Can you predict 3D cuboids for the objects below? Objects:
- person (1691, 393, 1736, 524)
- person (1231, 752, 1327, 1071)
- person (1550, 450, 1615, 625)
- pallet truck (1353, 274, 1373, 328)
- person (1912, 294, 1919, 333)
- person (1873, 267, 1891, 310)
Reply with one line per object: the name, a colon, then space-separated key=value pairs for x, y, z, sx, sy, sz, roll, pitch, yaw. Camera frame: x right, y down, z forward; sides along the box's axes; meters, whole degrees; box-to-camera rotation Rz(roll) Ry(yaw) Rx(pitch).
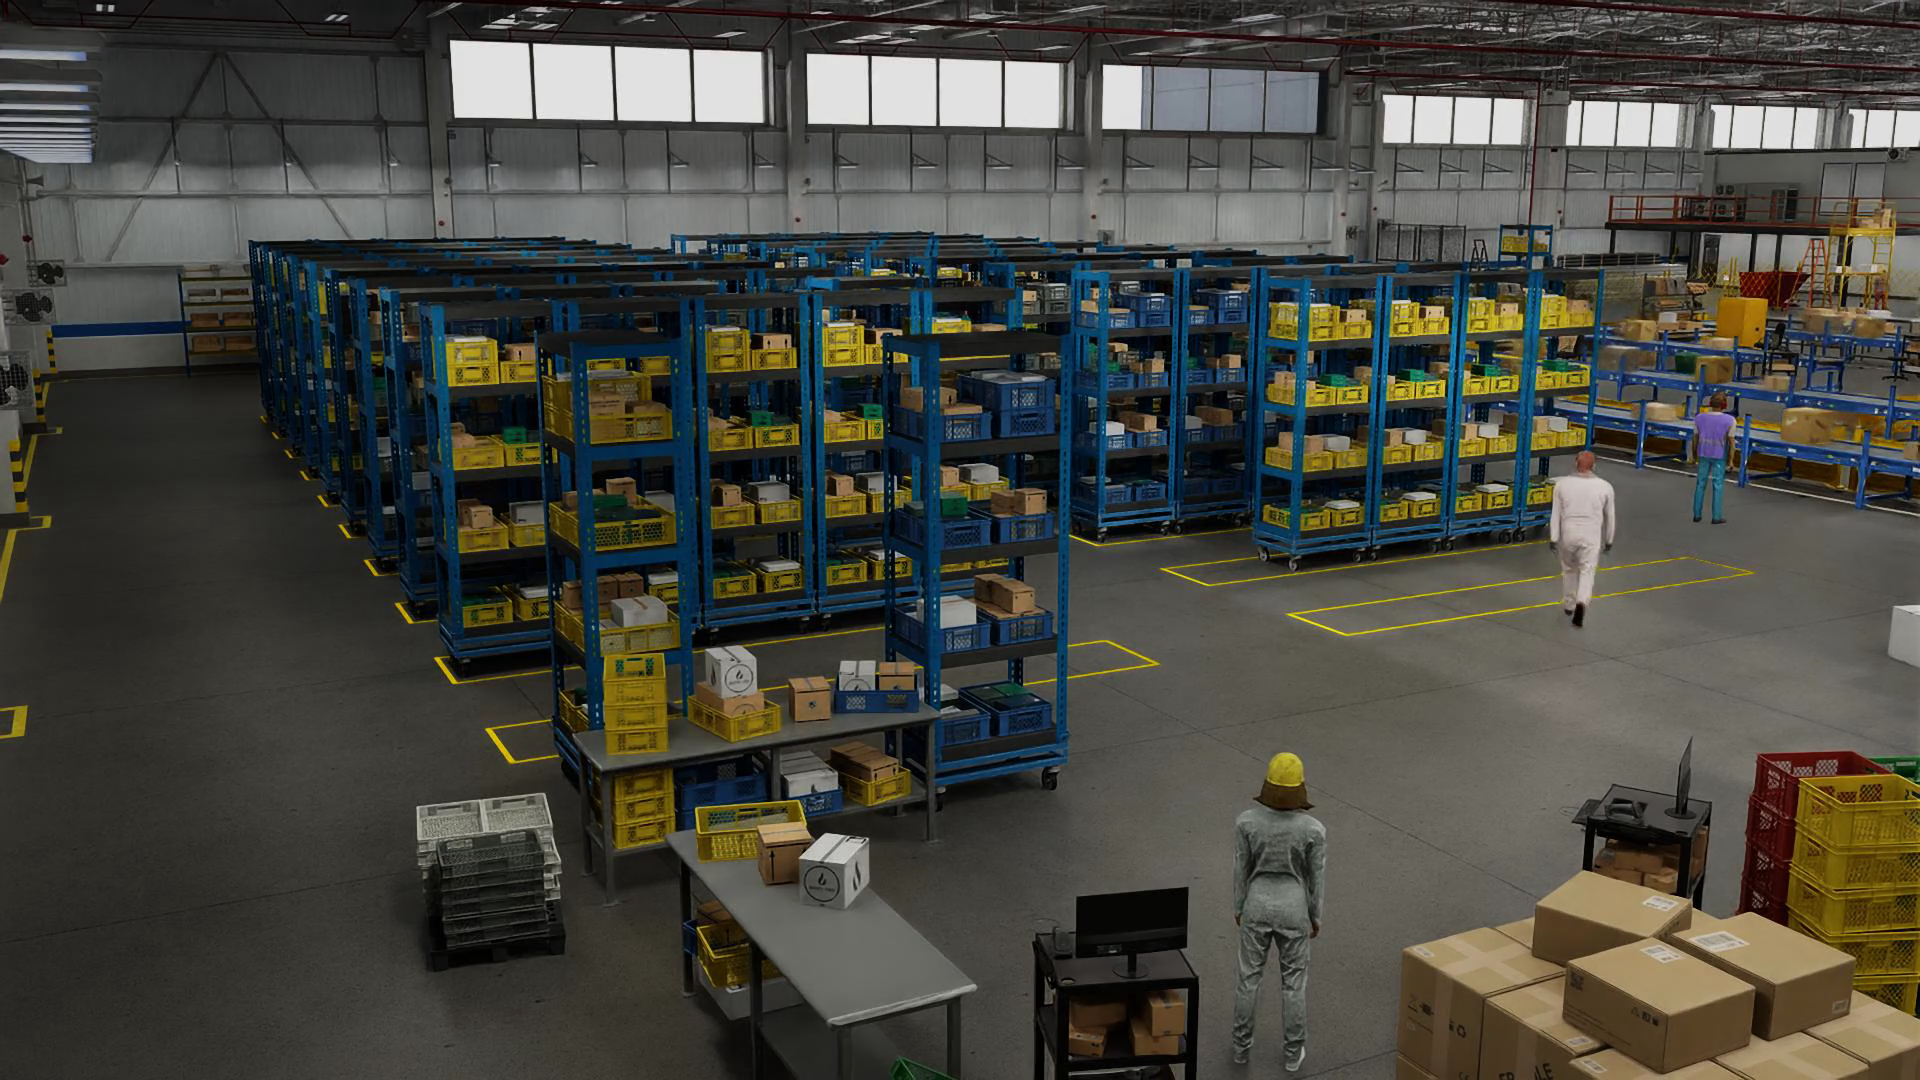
person: x=10.537 y=-1.143 z=23.293 sx=0.572 sy=1.844 sz=0.376 roll=10 pitch=16 yaw=40
person: x=1.705 y=1.983 z=8.940 sx=0.485 sy=1.735 sz=0.347 roll=3 pitch=13 yaw=15
person: x=6.743 y=-0.037 z=18.056 sx=0.651 sy=1.879 sz=0.846 roll=5 pitch=13 yaw=24
pallet truck: x=13.011 y=-8.050 z=55.243 sx=0.823 sy=1.965 sz=1.885 roll=-7 pitch=14 yaw=-28
person: x=28.016 y=-6.539 z=48.544 sx=0.397 sy=1.849 sz=0.591 roll=2 pitch=12 yaw=10
person: x=33.130 y=-8.906 z=59.792 sx=0.523 sy=1.769 sz=0.314 roll=7 pitch=14 yaw=29
